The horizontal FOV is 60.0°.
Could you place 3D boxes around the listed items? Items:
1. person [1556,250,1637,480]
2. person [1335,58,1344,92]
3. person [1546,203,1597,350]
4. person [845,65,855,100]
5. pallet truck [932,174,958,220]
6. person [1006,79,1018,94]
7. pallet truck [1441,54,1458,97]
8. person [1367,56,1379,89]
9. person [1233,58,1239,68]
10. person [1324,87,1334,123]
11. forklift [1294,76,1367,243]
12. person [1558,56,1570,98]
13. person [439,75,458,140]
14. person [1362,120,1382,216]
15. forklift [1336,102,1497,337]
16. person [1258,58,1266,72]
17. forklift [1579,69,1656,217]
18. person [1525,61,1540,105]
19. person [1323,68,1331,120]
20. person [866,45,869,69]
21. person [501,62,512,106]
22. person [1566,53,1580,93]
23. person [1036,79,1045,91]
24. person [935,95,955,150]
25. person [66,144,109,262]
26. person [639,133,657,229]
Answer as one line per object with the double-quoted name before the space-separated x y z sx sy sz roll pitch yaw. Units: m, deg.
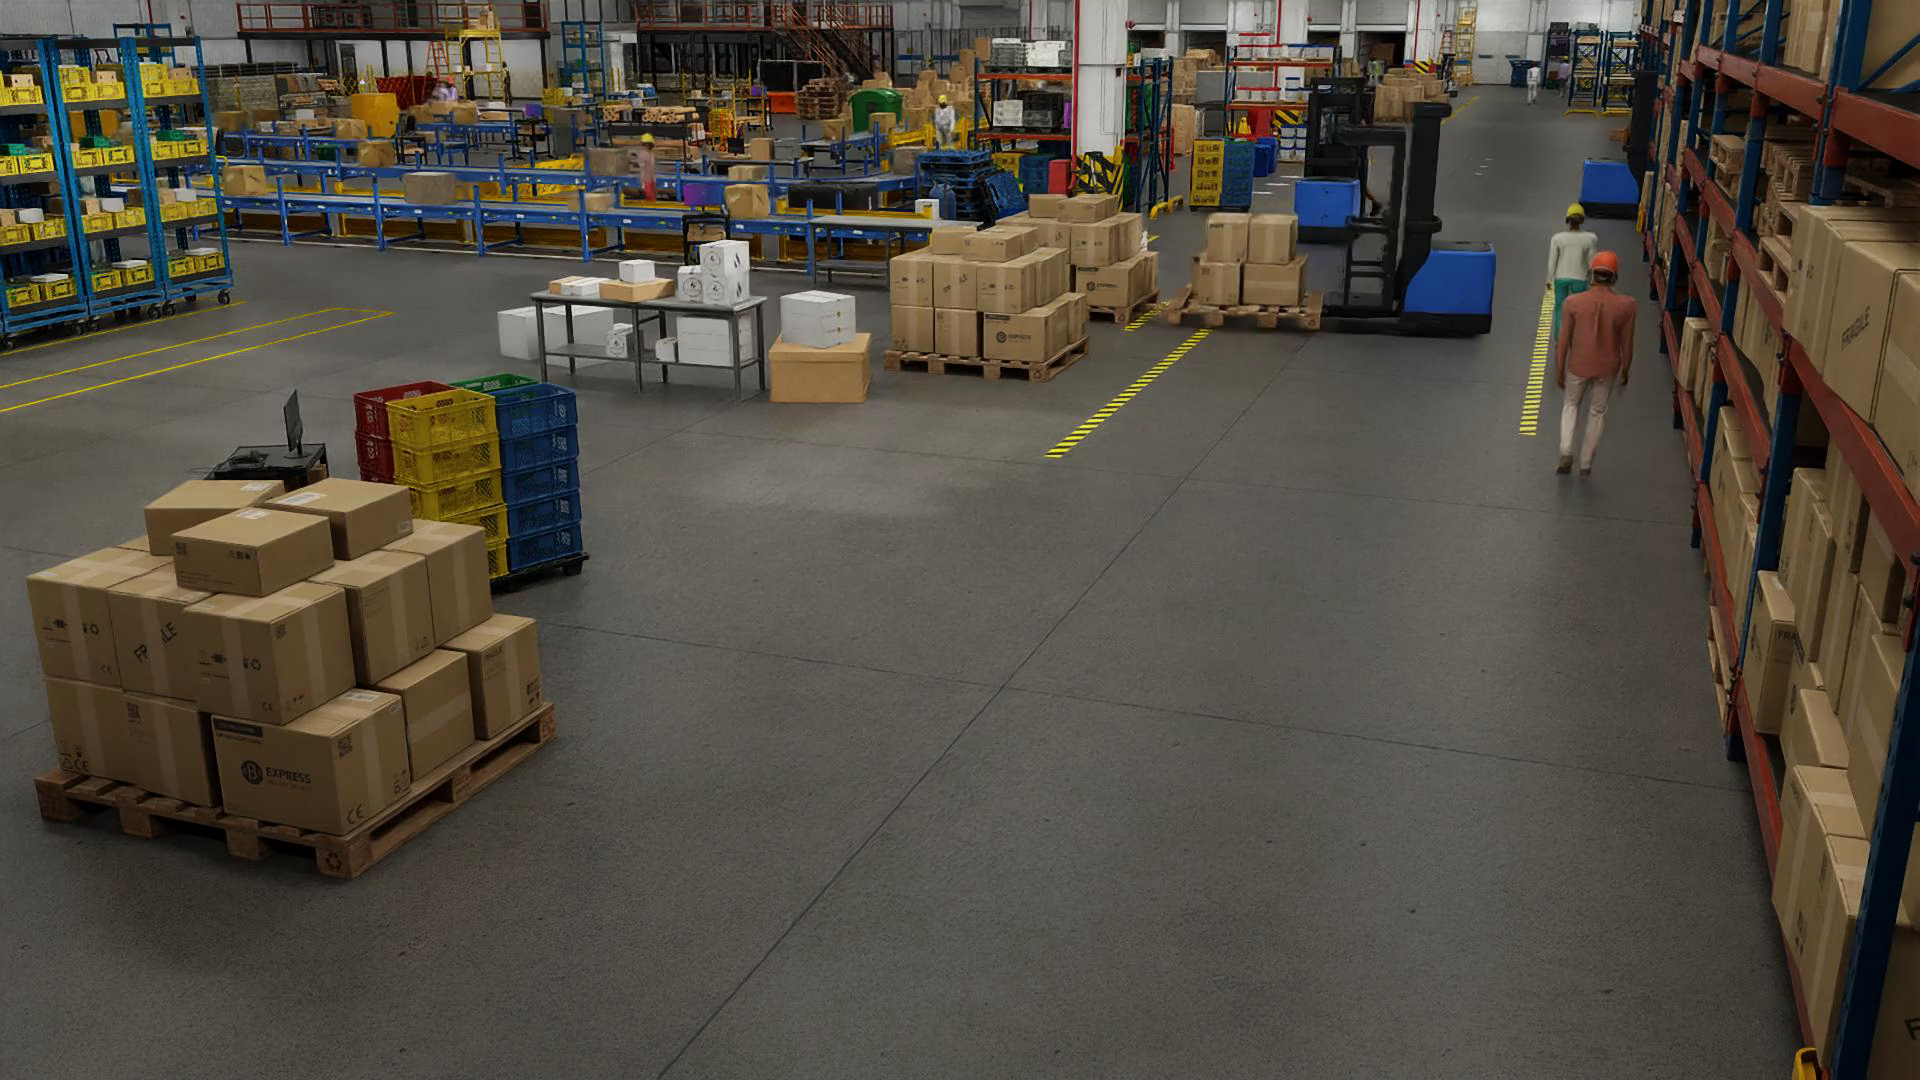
"person" 5.463 -1.500 14.335 0.621 1.972 0.449 7 19 21
"person" 17.210 -21.032 75.820 0.883 1.917 0.629 10 20 28
"person" 7.227 -3.096 19.702 0.551 1.751 0.427 6 19 18
"person" -4.526 -18.034 66.476 0.772 1.877 0.602 7 19 20
"pallet truck" -0.507 -5.292 27.348 0.653 1.274 1.630 6 19 19
"person" 2.009 -17.727 65.418 0.983 1.923 0.620 10 20 28
"pallet truck" 22.765 -21.886 78.355 0.823 1.965 1.885 -4 18 -14
"person" 20.183 -22.764 81.437 0.880 1.799 0.638 10 20 29
"person" 12.798 -21.591 77.646 0.514 1.865 0.327 12 21 32
"person" 11.847 -13.812 53.644 0.844 1.599 0.508 16 23 40
"forklift" 6.598 -6.755 29.381 1.129 2.768 1.873 6 19 19
"person" 28.193 -21.594 77.575 0.652 1.904 0.606 -13 22 -34
"person" -15.779 -13.349 51.494 0.467 2.018 0.605 14 23 38
"person" 7.904 -7.294 32.670 0.886 1.909 0.555 -5 18 -15
"forklift" 5.780 -4.046 20.867 1.873 2.768 1.129 4 18 12
"person" 16.725 -26.158 91.827 0.698 1.975 0.622 -8 19 -24
"forklift" 13.219 -7.740 32.475 1.873 2.768 1.129 6 19 18
"person" 24.627 -19.668 71.584 0.600 1.873 0.424 -1 18 -3
"person" 13.719 -16.681 62.211 0.313 1.869 0.528 -7 19 -22
"person" -5.566 -29.171 101.348 0.504 1.931 0.630 6 19 17
"person" -19.433 -19.526 71.191 0.328 1.842 0.514 10 20 28
"person" 30.548 -23.226 82.719 0.589 1.911 0.642 -9 20 -26
"person" 2.919 -15.705 59.078 0.671 1.921 0.549 3 18 10
"person" -0.433 -10.805 43.885 0.613 1.780 0.931 8 19 23
"person" -13.813 -5.318 26.398 0.458 1.933 0.634 16 23 40
"person" -5.756 -6.650 30.862 0.364 1.754 0.544 3 18 9
